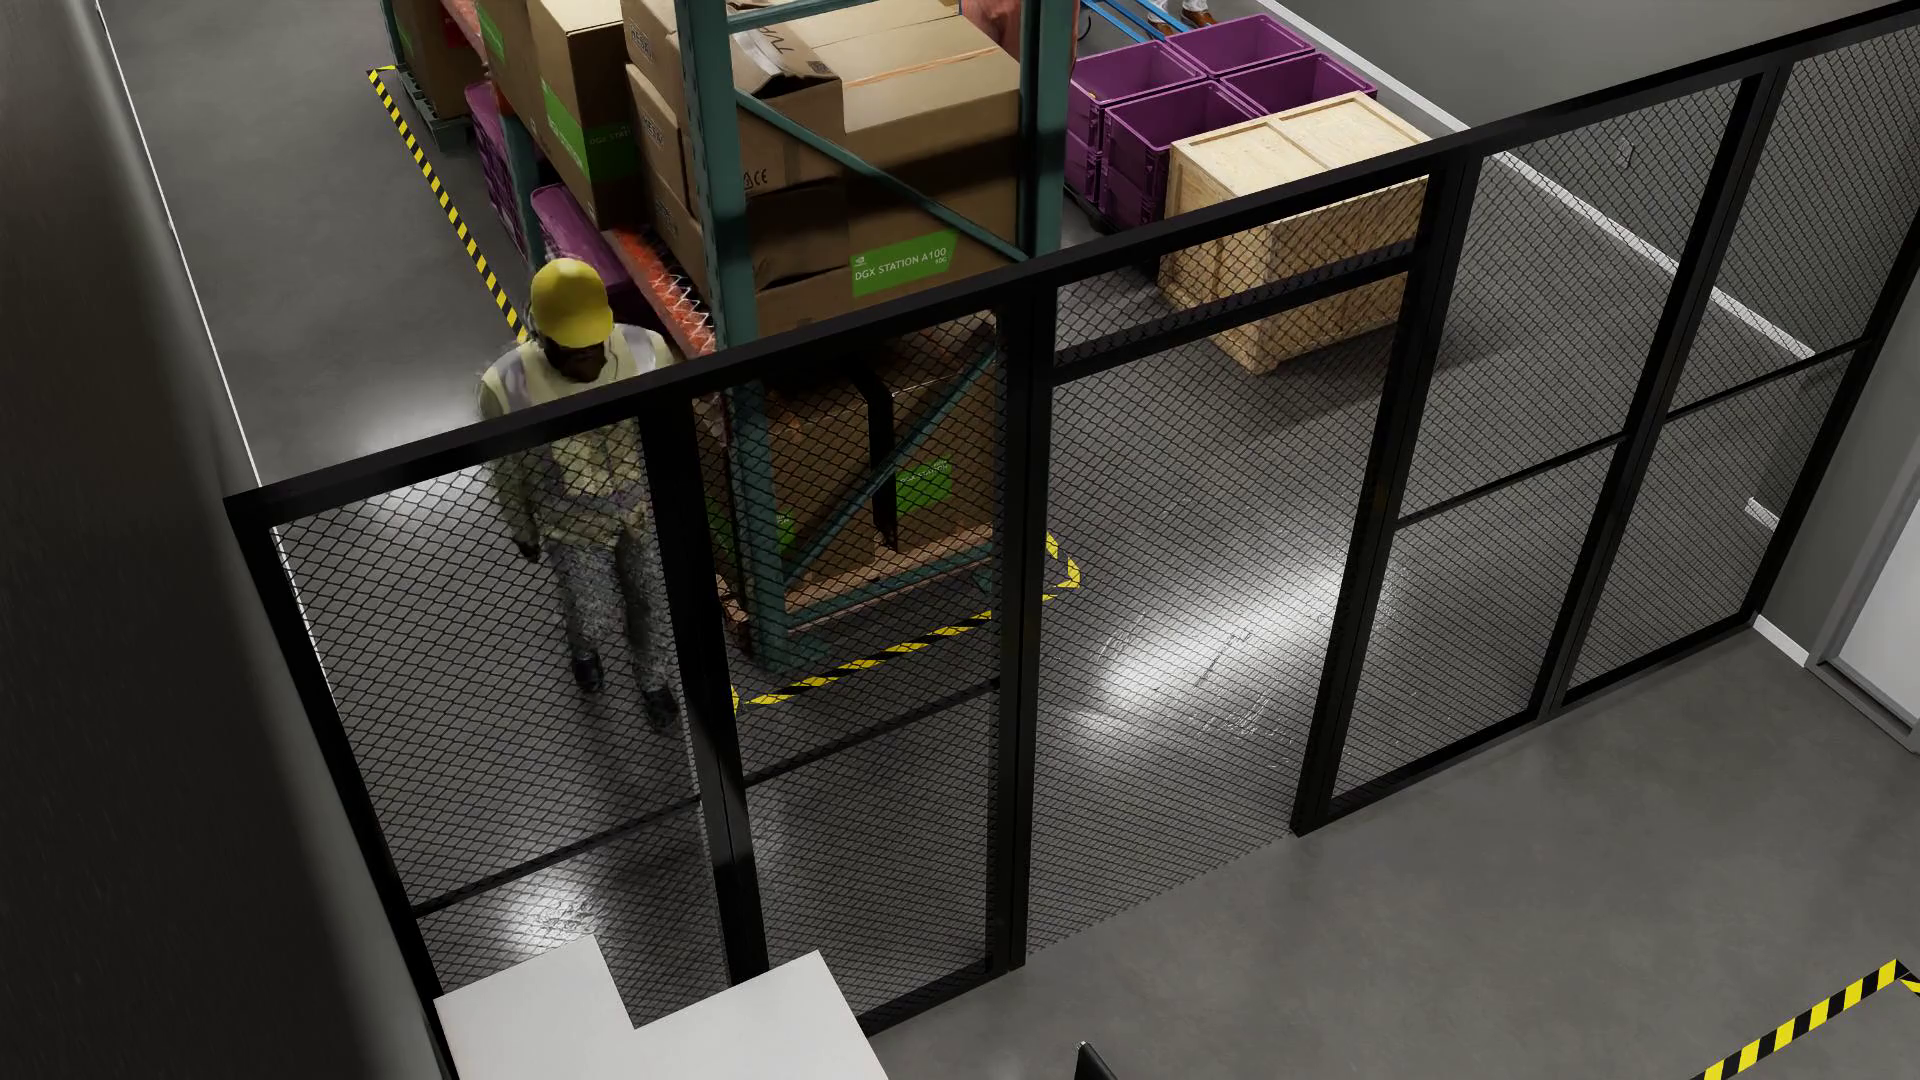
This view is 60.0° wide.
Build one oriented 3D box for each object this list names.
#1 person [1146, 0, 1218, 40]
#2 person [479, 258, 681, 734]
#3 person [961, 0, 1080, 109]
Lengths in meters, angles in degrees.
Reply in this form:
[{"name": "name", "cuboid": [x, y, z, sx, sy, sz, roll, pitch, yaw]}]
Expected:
[{"name": "person", "cuboid": [1.289, -3.632, 8.919, 0.629, 1.940, 0.376, -20, 46, -21]}, {"name": "person", "cuboid": [-1.098, -0.103, 5.142, 0.598, 1.819, 0.424, -20, 46, -21]}, {"name": "person", "cuboid": [0.223, -1.810, 6.891, 0.613, 1.986, 0.389, -32, 51, -30]}]
